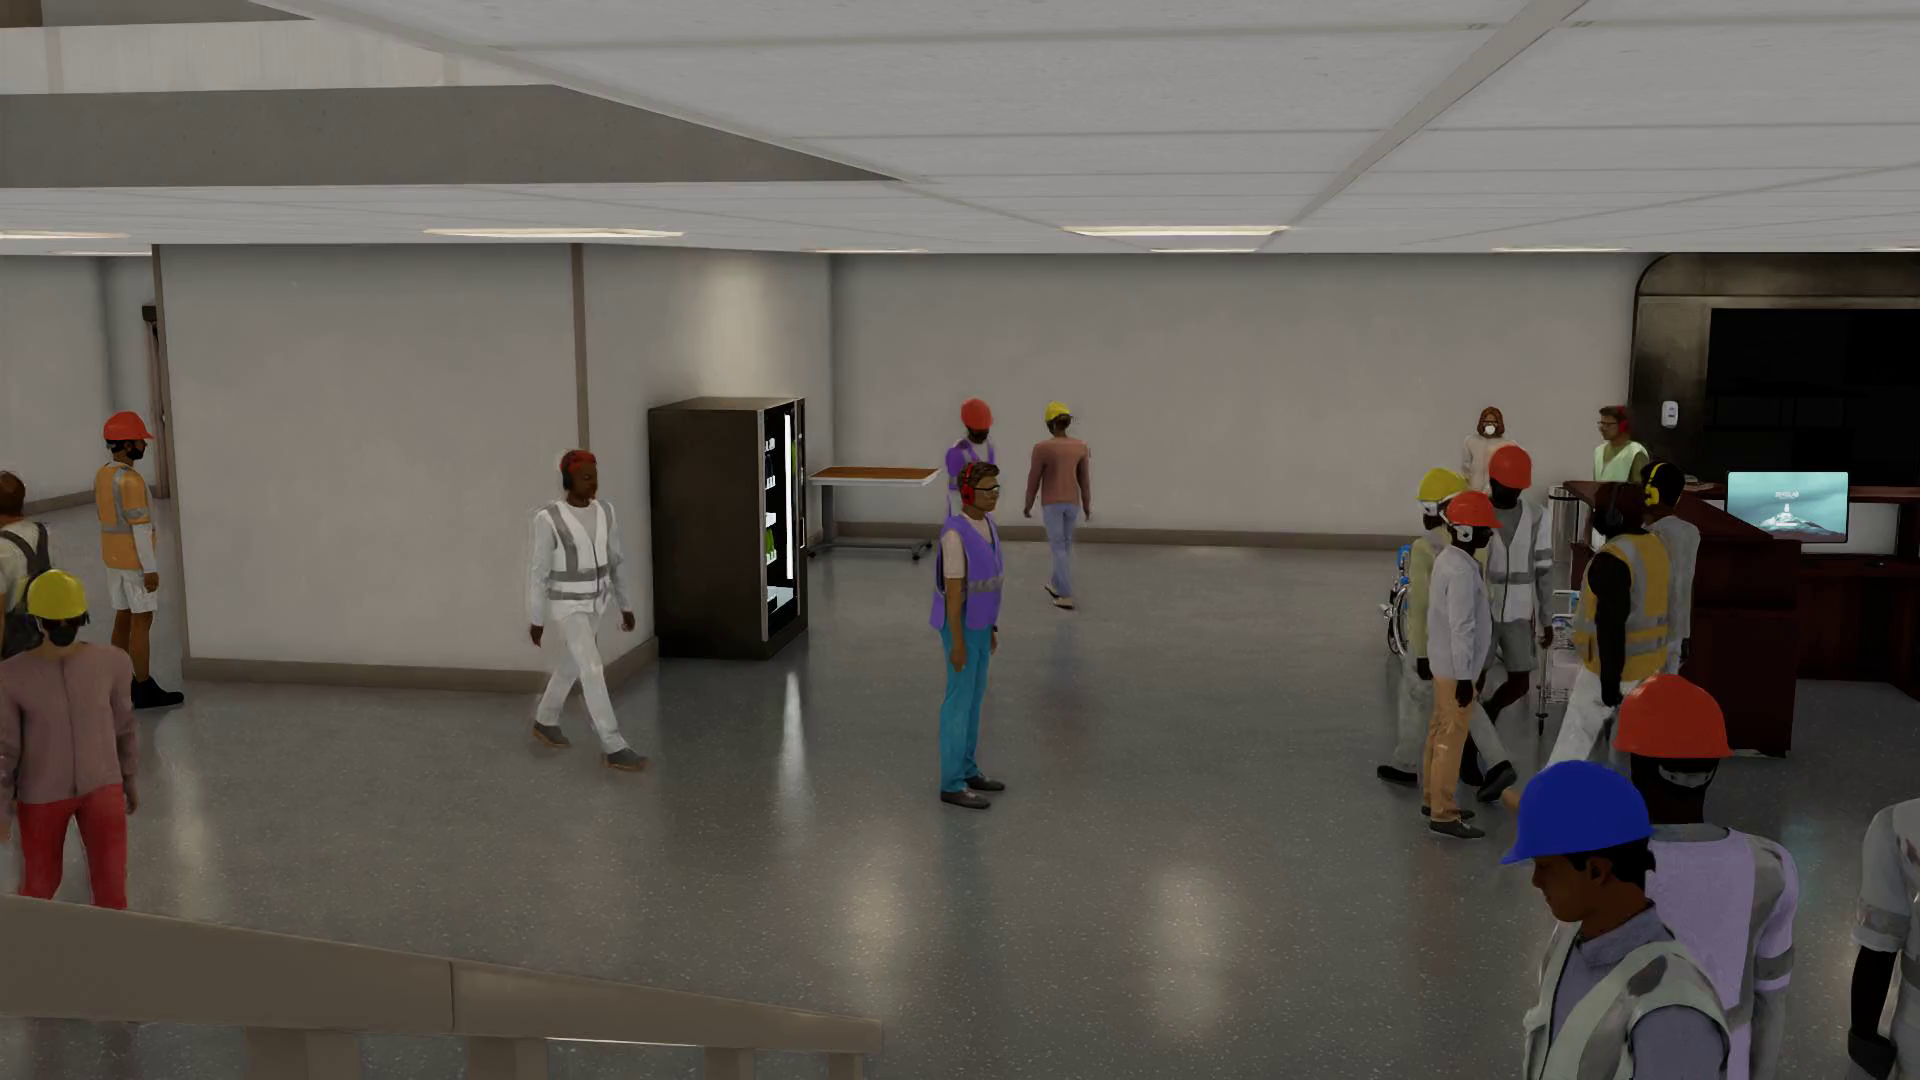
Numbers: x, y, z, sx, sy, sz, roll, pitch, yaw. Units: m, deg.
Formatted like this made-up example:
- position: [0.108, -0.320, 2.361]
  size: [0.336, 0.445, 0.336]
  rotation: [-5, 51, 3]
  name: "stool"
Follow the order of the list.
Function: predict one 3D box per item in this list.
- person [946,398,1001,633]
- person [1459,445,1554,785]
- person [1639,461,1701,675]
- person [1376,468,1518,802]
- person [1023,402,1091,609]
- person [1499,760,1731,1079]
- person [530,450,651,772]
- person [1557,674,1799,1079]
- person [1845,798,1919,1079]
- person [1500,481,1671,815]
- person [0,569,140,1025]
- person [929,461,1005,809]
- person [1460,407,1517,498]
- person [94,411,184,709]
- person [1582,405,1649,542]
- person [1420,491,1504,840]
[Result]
- position: [0.077, -0.161, 12.785]
  size: [0.581, 1.890, 0.559]
  rotation: [8, 12, 41]
  name: "person"
- position: [2.985, 0.406, 9.268]
  size: [0.633, 1.907, 0.578]
  rotation: [0, 9, 3]
  name: "person"
- position: [3.634, 0.520, 8.703]
  size: [0.510, 1.861, 0.324]
  rotation: [-6, 11, -35]
  name: "person"
- position: [2.644, 0.512, 8.938]
  size: [0.575, 1.798, 0.793]
  rotation: [-5, 10, -27]
  name: "person"
- position: [0.799, -0.313, 14.222]
  size: [0.528, 1.729, 0.815]
  rotation: [-5, 10, -27]
  name: "person"
- position: [1.362, 1.383, 3.288]
  size: [0.798, 1.899, 0.647]
  rotation: [0, 9, 2]
  name: "person"
- position: [-2.214, 0.384, 9.652]
  size: [1.023, 1.831, 0.593]
  rotation: [6, 11, 31]
  name: "person"
- position: [1.615, 1.264, 3.873]
  size: [0.544, 1.935, 0.361]
  rotation: [0, 9, -1]
  name: "person"
- position: [2.428, 1.249, 3.926]
  size: [0.619, 1.951, 0.388]
  rotation: [6, 11, 31]
  name: "person"
- position: [3.204, 0.599, 8.381]
  size: [0.646, 1.799, 0.920]
  rotation: [-9, 13, -43]
  name: "person"
- position: [-3.469, 0.949, 6.434]
  size: [0.534, 1.740, 0.811]
  rotation: [-9, 13, -43]
  name: "person"
- position: [0.042, 0.490, 8.923]
  size: [0.389, 1.845, 0.564]
  rotation: [3, 10, 19]
  name: "person"
- position: [4.785, -0.399, 15.096]
  size: [0.504, 1.627, 0.285]
  rotation: [5, 11, 29]
  name: "person"
- position: [-5.391, 0.130, 10.860]
  size: [0.543, 1.938, 0.357]
  rotation: [7, 12, 38]
  name: "person"
- position: [4.996, -0.118, 12.716]
  size: [0.457, 1.828, 0.598]
  rotation: [-2, 9, -10]
  name: "person"
- position: [2.538, 0.617, 8.418]
  size: [0.337, 1.749, 0.574]
  rotation: [1, 9, 9]
  name: "person"
